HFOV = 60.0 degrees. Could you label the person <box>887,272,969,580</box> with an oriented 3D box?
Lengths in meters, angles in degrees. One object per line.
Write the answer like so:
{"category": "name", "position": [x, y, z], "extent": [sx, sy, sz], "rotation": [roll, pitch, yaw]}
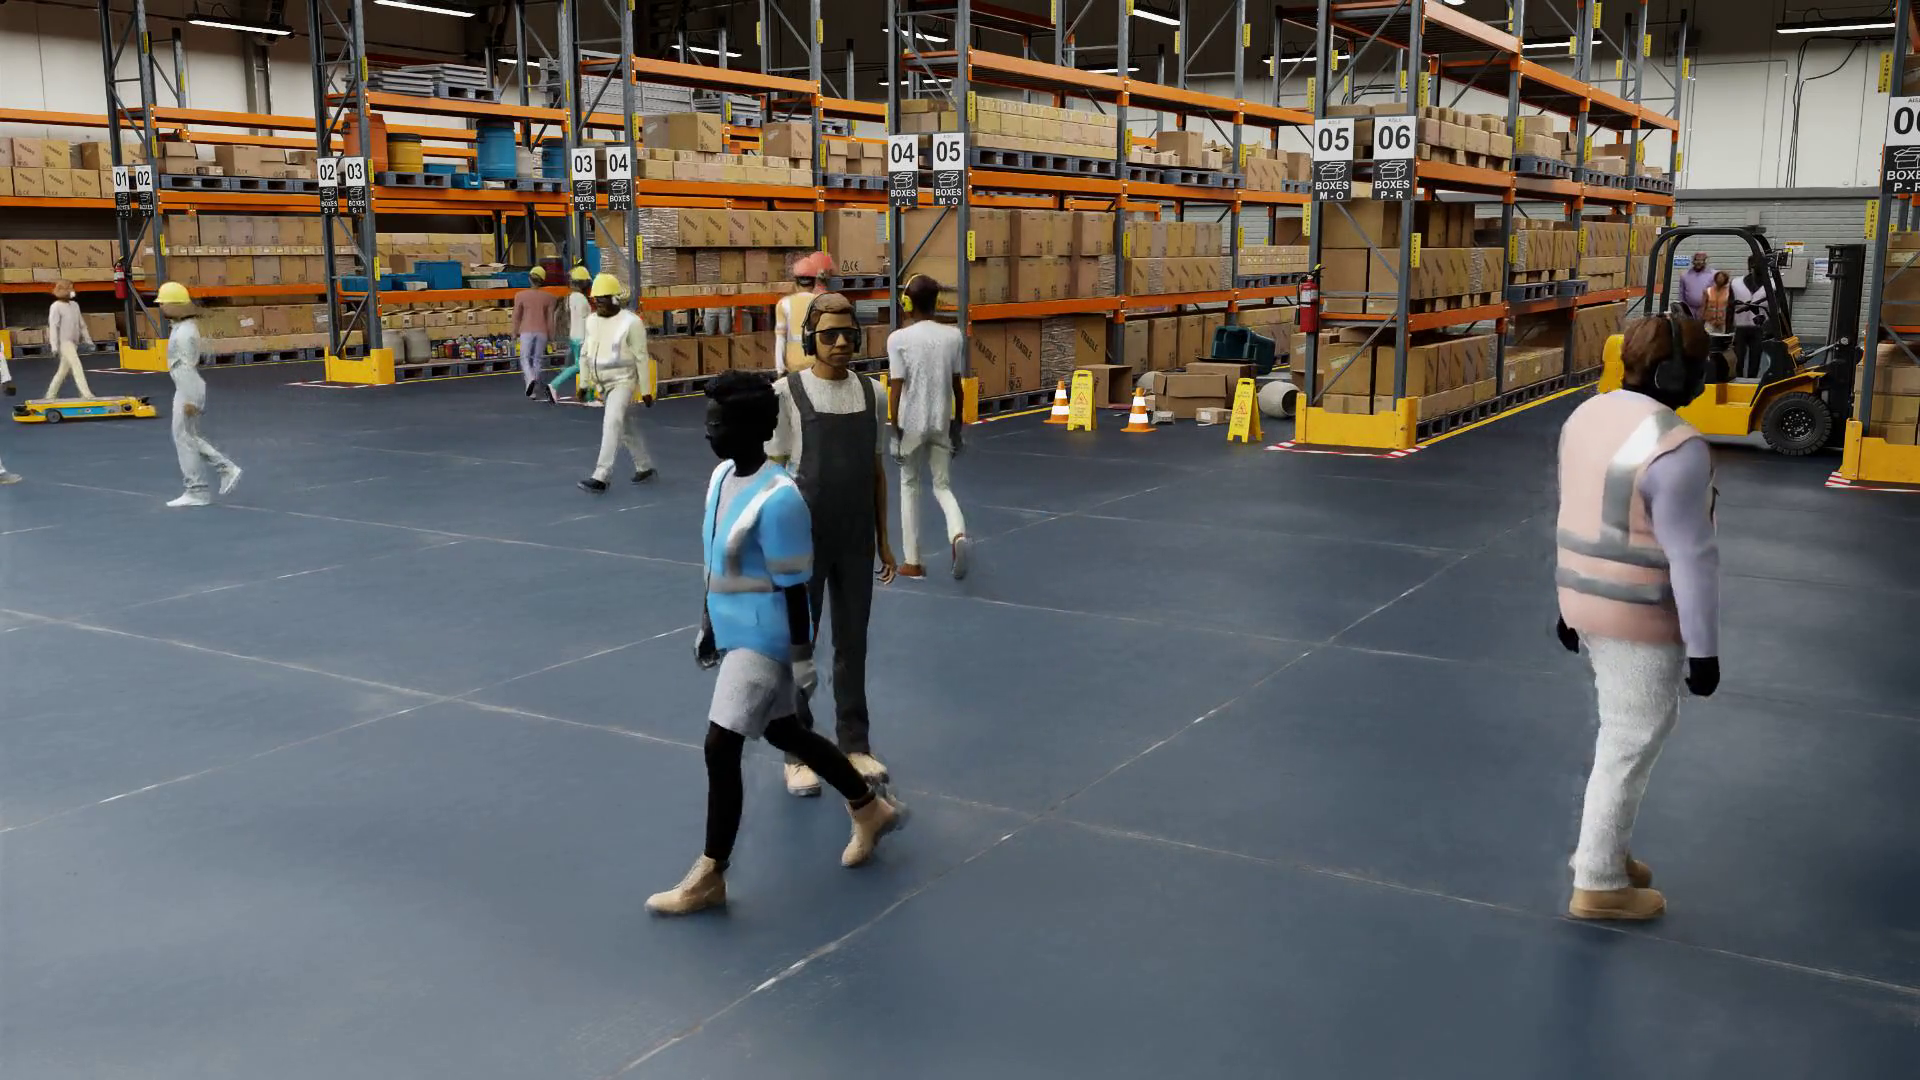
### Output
{"category": "person", "position": [-0.180, -0.653, 9.869], "extent": [0.522, 1.856, 0.696], "rotation": [-4, 11, -23]}

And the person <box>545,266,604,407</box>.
{"category": "person", "position": [-4.734, -2.489, 20.462], "extent": [0.678, 1.748, 0.528], "rotation": [-5, 11, -24]}

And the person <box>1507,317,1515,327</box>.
{"category": "person", "position": [10.962, -4.872, 33.101], "extent": [0.785, 2.015, 0.640], "rotation": [8, 13, 38]}

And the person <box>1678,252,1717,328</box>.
{"category": "person", "position": [12.167, -3.802, 27.471], "extent": [0.663, 1.871, 0.925], "rotation": [6, 12, 32]}

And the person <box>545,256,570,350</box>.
{"category": "person", "position": [-7.418, -4.213, 29.980], "extent": [0.626, 1.784, 0.913], "rotation": [5, 11, 25]}

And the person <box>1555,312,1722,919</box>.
{"category": "person", "position": [2.049, 0.239, 4.954], "extent": [0.517, 1.822, 0.650], "rotation": [-1, 10, -6]}

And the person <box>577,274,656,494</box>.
{"category": "person", "position": [-2.834, -1.287, 13.656], "extent": [0.579, 1.780, 0.975], "rotation": [7, 12, 36]}

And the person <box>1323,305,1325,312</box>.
{"category": "person", "position": [7.828, -5.125, 35.027], "extent": [1.003, 1.826, 0.540], "rotation": [3, 11, 16]}

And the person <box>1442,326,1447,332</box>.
{"category": "person", "position": [9.711, -5.004, 34.117], "extent": [0.719, 1.890, 0.652], "rotation": [7, 12, 34]}

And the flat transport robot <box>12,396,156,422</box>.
{"category": "flat transport robot", "position": [-10.083, -1.515, 19.132], "extent": [1.431, 0.197, 0.652], "rotation": [-6, 12, -30]}

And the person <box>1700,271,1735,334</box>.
{"category": "person", "position": [11.441, -3.255, 25.135], "extent": [0.540, 1.590, 0.841], "rotation": [7, 12, 35]}

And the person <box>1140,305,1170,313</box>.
{"category": "person", "position": [3.157, -3.774, 27.227], "extent": [0.606, 1.895, 0.732], "rotation": [7, 12, 34]}

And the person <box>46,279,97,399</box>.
{"category": "person", "position": [-10.878, -2.383, 20.305], "extent": [0.847, 1.589, 0.504], "rotation": [0, 10, 0]}

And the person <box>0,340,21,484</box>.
{"category": "person", "position": [-8.213, -1.387, 13.900], "extent": [0.602, 1.881, 0.364], "rotation": [5, 11, 24]}

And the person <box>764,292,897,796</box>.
{"category": "person", "position": [-0.475, 0.013, 6.165], "extent": [0.504, 1.847, 0.345], "rotation": [-6, 12, -30]}

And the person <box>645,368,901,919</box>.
{"category": "person", "position": [-0.562, 0.288, 5.144], "extent": [0.852, 1.655, 0.518], "rotation": [-4, 11, -23]}

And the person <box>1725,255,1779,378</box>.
{"category": "person", "position": [10.057, -2.679, 21.148], "extent": [0.623, 1.872, 0.957], "rotation": [5, 11, 28]}

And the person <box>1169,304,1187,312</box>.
{"category": "person", "position": [3.652, -4.116, 29.252], "extent": [0.657, 1.864, 0.978], "rotation": [7, 12, 36]}

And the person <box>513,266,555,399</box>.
{"category": "person", "position": [-5.484, -2.669, 21.492], "extent": [0.543, 1.739, 0.542], "rotation": [-4, 11, -21]}

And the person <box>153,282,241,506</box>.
{"category": "person", "position": [-5.923, -1.123, 12.841], "extent": [0.459, 1.727, 0.505], "rotation": [-4, 11, -19]}

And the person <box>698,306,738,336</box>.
{"category": "person", "position": [-3.686, -3.451, 25.333], "extent": [0.630, 1.933, 0.356], "rotation": [0, 10, 1]}

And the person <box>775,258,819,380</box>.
{"category": "person", "position": [-1.374, -1.608, 15.146], "extent": [0.567, 1.877, 1.010], "rotation": [1, 10, 4]}

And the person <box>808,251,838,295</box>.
{"category": "person", "position": [-1.421, -1.785, 15.946], "extent": [0.966, 1.965, 0.608], "rotation": [-3, 11, -18]}
